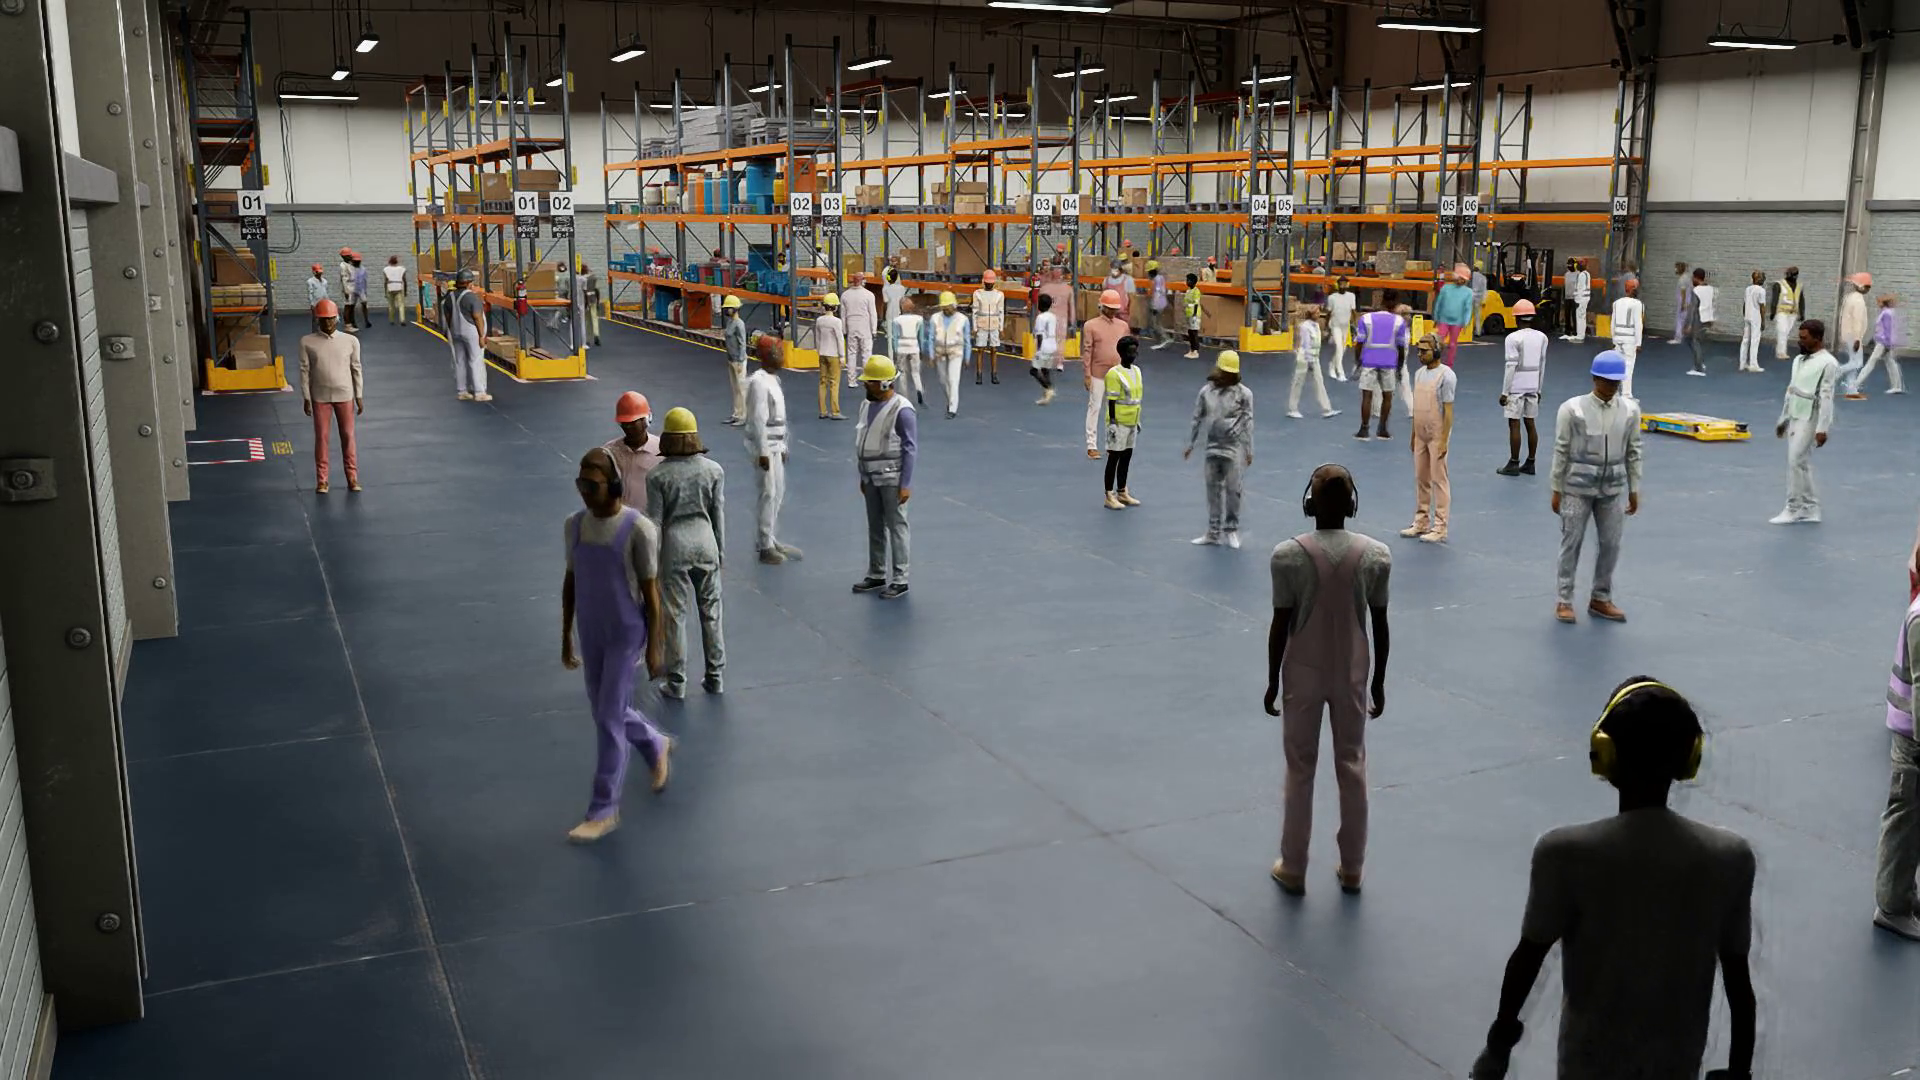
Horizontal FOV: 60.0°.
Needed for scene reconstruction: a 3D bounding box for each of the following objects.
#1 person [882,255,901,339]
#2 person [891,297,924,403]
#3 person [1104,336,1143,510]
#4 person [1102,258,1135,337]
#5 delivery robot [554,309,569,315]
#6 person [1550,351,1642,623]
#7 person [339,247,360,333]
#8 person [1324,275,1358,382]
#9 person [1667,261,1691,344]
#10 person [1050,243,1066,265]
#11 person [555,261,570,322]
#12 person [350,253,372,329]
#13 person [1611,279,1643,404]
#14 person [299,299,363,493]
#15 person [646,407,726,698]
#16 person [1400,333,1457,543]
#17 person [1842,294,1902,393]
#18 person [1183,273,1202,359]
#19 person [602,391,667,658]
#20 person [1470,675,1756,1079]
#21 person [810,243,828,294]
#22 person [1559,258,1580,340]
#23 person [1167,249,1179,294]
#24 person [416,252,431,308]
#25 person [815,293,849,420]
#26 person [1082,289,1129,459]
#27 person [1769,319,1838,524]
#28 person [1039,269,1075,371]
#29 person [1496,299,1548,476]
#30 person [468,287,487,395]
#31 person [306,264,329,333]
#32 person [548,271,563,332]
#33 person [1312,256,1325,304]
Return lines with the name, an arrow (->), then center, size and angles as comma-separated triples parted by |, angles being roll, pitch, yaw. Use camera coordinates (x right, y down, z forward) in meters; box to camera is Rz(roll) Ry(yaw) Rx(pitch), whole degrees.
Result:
person -> -1.542, -5.569, 38.176 | 0.407, 1.910, 0.639 | 4, 12, 19
person -> -0.766, -2.805, 24.835 | 0.521, 1.620, 0.557 | -3, 11, -14
person -> 1.603, -1.149, 16.238 | 0.317, 1.698, 0.540 | 8, 14, 36
person -> 3.142, -4.609, 32.954 | 0.684, 2.000, 0.977 | 4, 12, 20
delivery robot -> -10.821, -6.304, 45.120 | 0.477, 0.478, 0.707 | -4, 12, -21
person -> 4.457, -0.361, 11.656 | 0.610, 1.936, 0.433 | -1, 11, -3
person -> -14.769, -6.035, 40.184 | 0.361, 2.047, 0.614 | -2, 11, -10
person -> 6.555, -3.668, 28.740 | 0.511, 1.829, 0.882 | -3, 11, -13
person -> 15.866, -5.181, 36.412 | 0.525, 1.822, 0.535 | 6, 12, 26
person -> 2.811, -7.531, 47.915 | 0.669, 1.999, 0.600 | 9, 14, 37
person -> -10.440, -6.549, 43.897 | 0.544, 1.611, 0.336 | -9, 15, -40
person -> -15.071, -6.231, 41.611 | 0.552, 1.887, 1.011 | -8, 14, -36
person -> 10.100, -3.000, 25.177 | 0.344, 1.882, 0.585 | -4, 12, -19
person -> -6.483, -1.483, 17.184 | 0.612, 1.995, 0.381 | -5, 12, -24
person -> -1.637, 0.074, 9.941 | 0.482, 1.734, 0.331 | -5, 12, -24
person -> 4.136, -0.900, 14.633 | 0.345, 1.840, 0.503 | -5, 12, -23
person -> 14.688, -3.134, 26.601 | 0.896, 1.584, 0.531 | 5, 12, 24
person -> 4.611, -4.443, 33.008 | 0.322, 1.689, 0.531 | -3, 11, -13
person -> -2.073, -0.094, 10.769 | 0.567, 1.743, 0.352 | 2, 11, 8
person -> 1.489, 1.215, 3.877 | 0.522, 1.838, 0.777 | -2, 11, -8
person -> -4.474, -8.471, 52.897 | 0.584, 1.918, 0.383 | -4, 12, -18
person -> 13.937, -5.493, 37.926 | 0.329, 1.861, 0.503 | -6, 12, -26
person -> 7.033, -8.712, 54.664 | 0.583, 1.696, 0.906 | 4, 12, 21
person -> -15.306, -7.314, 47.436 | 0.344, 1.758, 0.520 | -4, 12, -21
person -> -1.792, -2.557, 23.228 | 0.533, 1.768, 0.311 | 11, 15, 43
person -> 1.726, -1.946, 19.560 | 0.609, 1.986, 0.391 | -5, 12, -25
person -> 7.818, -1.092, 15.424 | 0.456, 1.915, 0.623 | 0, 11, -1
person -> 1.780, -4.041, 30.569 | 0.664, 1.856, 1.007 | 0, 11, 1
person -> 6.161, -1.671, 18.291 | 0.552, 1.933, 0.368 | -5, 12, -24
person -> -7.754, -3.175, 26.399 | 0.342, 1.748, 0.573 | 3, 12, 17
person -> -14.253, -5.265, 37.018 | 0.324, 1.752, 0.562 | 5, 12, 23
person -> -9.883, -5.846, 40.321 | 0.551, 1.632, 0.435 | 3, 12, 16
person -> 9.508, -6.621, 43.958 | 0.369, 1.738, 0.573 | -4, 12, -20
